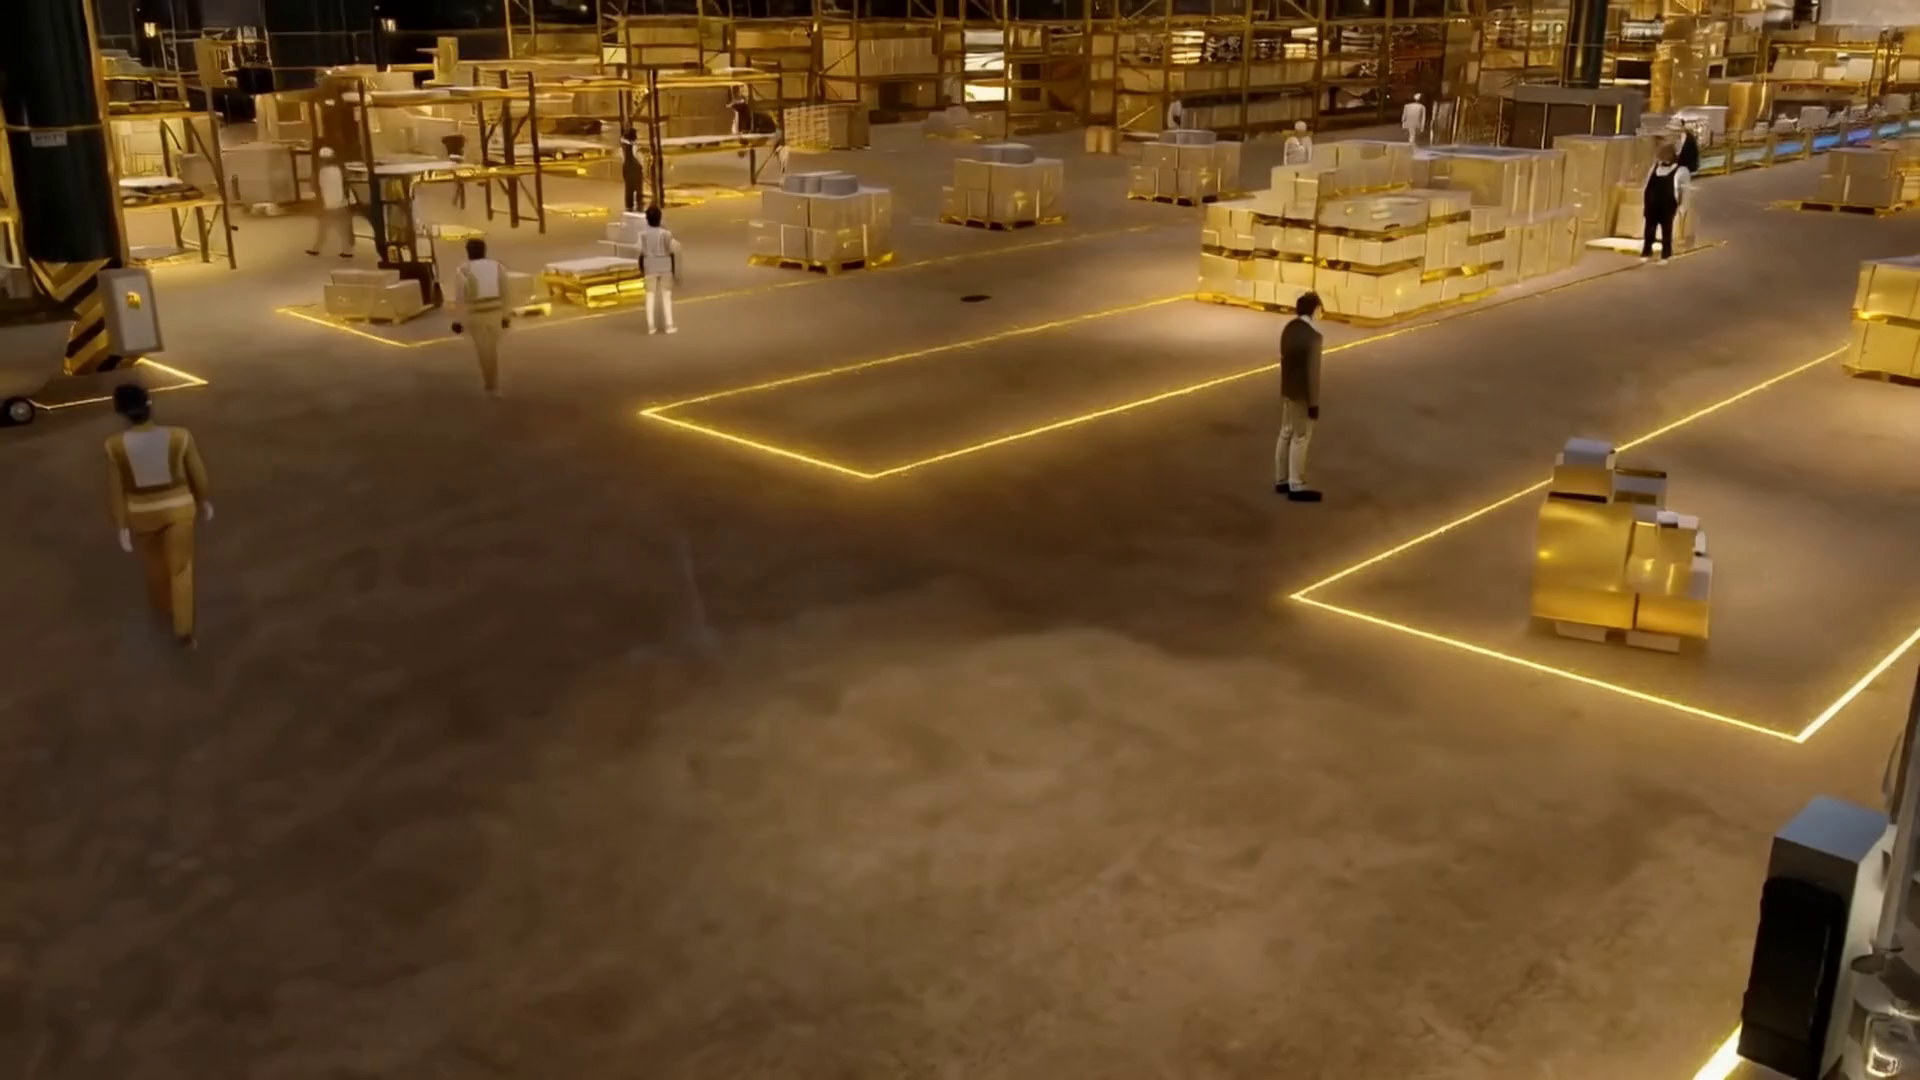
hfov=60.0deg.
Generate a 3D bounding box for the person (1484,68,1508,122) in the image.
[{"bbox_3d":[18.854,-15.643,58.506,0.673,1.851,0.981,-16,24,-39],"label":"person"}]

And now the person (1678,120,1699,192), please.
[{"bbox_3d":[14.758,-7.521,33.824,0.389,1.992,0.625,6,19,17],"label":"person"}]

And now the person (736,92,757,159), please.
[{"bbox_3d":[-5.918,-11.394,45.775,0.538,1.812,0.986,-9,20,-26],"label":"person"}]

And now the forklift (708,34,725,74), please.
[{"bbox_3d":[-9.441,-18.584,65.772,1.129,2.768,1.873,-17,25,-41],"label":"forklift"}]

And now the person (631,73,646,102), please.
[{"bbox_3d":[-11.644,-16.109,60.273,0.551,1.618,0.559,-6,19,-17],"label":"person"}]

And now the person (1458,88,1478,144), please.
[{"bbox_3d":[15.269,-12.743,50.030,0.531,1.692,0.320,6,19,18],"label":"person"}]

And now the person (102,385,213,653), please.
[{"bbox_3d":[-5.723,-0.200,11.941,0.639,1.874,0.996,-7,20,-20],"label":"person"}]

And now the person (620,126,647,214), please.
[{"bbox_3d":[-6.665,-7.521,34.058,0.514,1.844,0.328,1,18,3],"label":"person"}]

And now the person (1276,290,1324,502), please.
[{"bbox_3d":[3.130,-1.323,15.239,0.372,1.940,0.631,-5,19,-13],"label":"person"}]

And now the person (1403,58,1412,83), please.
[{"bbox_3d":[21.153,-22.176,78.552,0.316,1.629,0.508,17,25,42],"label":"person"}]

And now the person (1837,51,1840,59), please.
[{"bbox_3d":[41.169,-22.273,78.297,0.414,1.985,0.611,14,23,35],"label":"person"}]

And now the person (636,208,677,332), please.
[{"bbox_3d":[-4.135,-3.682,22.721,0.537,1.700,0.318,0,18,1],"label":"person"}]

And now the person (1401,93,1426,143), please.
[{"bbox_3d":[12.525,-11.407,45.889,0.616,1.760,1.019,12,22,33],"label":"person"}]

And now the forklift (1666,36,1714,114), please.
[{"bbox_3d":[27.341,-17.291,61.877,1.129,2.768,1.873,17,25,41],"label":"forklift"}]

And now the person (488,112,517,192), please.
[{"bbox_3d":[-10.498,-8.915,38.294,0.596,1.821,1.035,-12,22,-33],"label":"person"}]

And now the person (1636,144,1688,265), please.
[{"bbox_3d":[11.932,-5.718,28.321,0.537,2.000,0.691,-16,24,-39],"label":"person"}]

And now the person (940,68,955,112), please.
[{"bbox_3d":[-0.389,-15.596,58.348,0.947,1.883,0.603,-16,24,-40],"label":"person"}]

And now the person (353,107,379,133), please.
[{"bbox_3d":[-15.457,-10.564,43.159,0.656,1.883,1.003,-12,22,-31],"label":"person"}]

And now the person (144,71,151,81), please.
[{"bbox_3d":[-26.775,-14.533,55.039,0.549,1.936,0.376,-7,20,-20],"label":"person"}]

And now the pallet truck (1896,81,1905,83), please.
[{"bbox_3d":[34.802,-16.331,61.455,0.653,1.274,1.630,17,25,41],"label":"pallet truck"}]

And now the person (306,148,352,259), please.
[{"bbox_3d":[-11.056,-5.853,28.968,0.900,1.879,0.603,5,19,14],"label":"person"}]

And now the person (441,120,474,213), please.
[{"bbox_3d":[-10.512,-7.858,34.993,0.596,1.899,0.600,5,19,14],"label":"person"}]

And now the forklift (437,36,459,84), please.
[{"bbox_3d":[-18.949,-17.311,61.939,1.129,2.768,1.873,17,25,41],"label":"forklift"}]

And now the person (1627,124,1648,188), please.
[{"bbox_3d":[14.679,-8.115,36.056,0.306,1.726,0.668,-5,19,-13],"label":"person"}]

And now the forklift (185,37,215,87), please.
[{"bbox_3d":[-27.859,-17.141,61.425,1.873,2.768,1.129,1,18,3],"label":"forklift"}]

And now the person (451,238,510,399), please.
[{"bbox_3d":[-5.540,-2.555,19.147,0.680,1.820,0.649,16,24,40],"label":"person"}]

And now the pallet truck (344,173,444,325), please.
[{"bbox_3d":[-8.209,-4.181,23.757,0.823,1.965,1.885,3,19,9],"label":"pallet truck"}]

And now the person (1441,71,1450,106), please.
[{"bbox_3d":[17.963,-16.548,61.607,0.524,1.614,0.478,-16,24,-40],"label":"person"}]

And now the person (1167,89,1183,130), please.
[{"bbox_3d":[5.789,-11.105,44.668,0.361,1.962,0.618,-7,19,-19],"label":"person"}]

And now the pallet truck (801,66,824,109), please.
[{"bbox_3d":[-4.812,-15.182,56.903,0.823,1.965,1.885,-9,21,-26],"label":"pallet truck"}]

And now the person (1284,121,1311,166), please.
[{"bbox_3d":[7.046,-7.809,34.844,0.560,1.912,0.886,-1,18,-2],"label":"person"}]

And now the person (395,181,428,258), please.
[{"bbox_3d":[-8.552,-4.727,25.875,0.499,1.697,0.886,12,22,32],"label":"person"}]

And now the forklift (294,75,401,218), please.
[{"bbox_3d":[-12.680,-8.089,34.151,1.873,2.768,1.129,2,18,5],"label":"forklift"}]

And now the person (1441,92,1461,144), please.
[{"bbox_3d":[14.255,-12.148,48.260,0.552,1.671,0.625,12,22,32],"label":"person"}]

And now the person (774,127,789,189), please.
[{"bbox_3d":[-3.618,-7.399,33.648,0.322,1.875,0.524,-3,19,-8],"label":"person"}]
